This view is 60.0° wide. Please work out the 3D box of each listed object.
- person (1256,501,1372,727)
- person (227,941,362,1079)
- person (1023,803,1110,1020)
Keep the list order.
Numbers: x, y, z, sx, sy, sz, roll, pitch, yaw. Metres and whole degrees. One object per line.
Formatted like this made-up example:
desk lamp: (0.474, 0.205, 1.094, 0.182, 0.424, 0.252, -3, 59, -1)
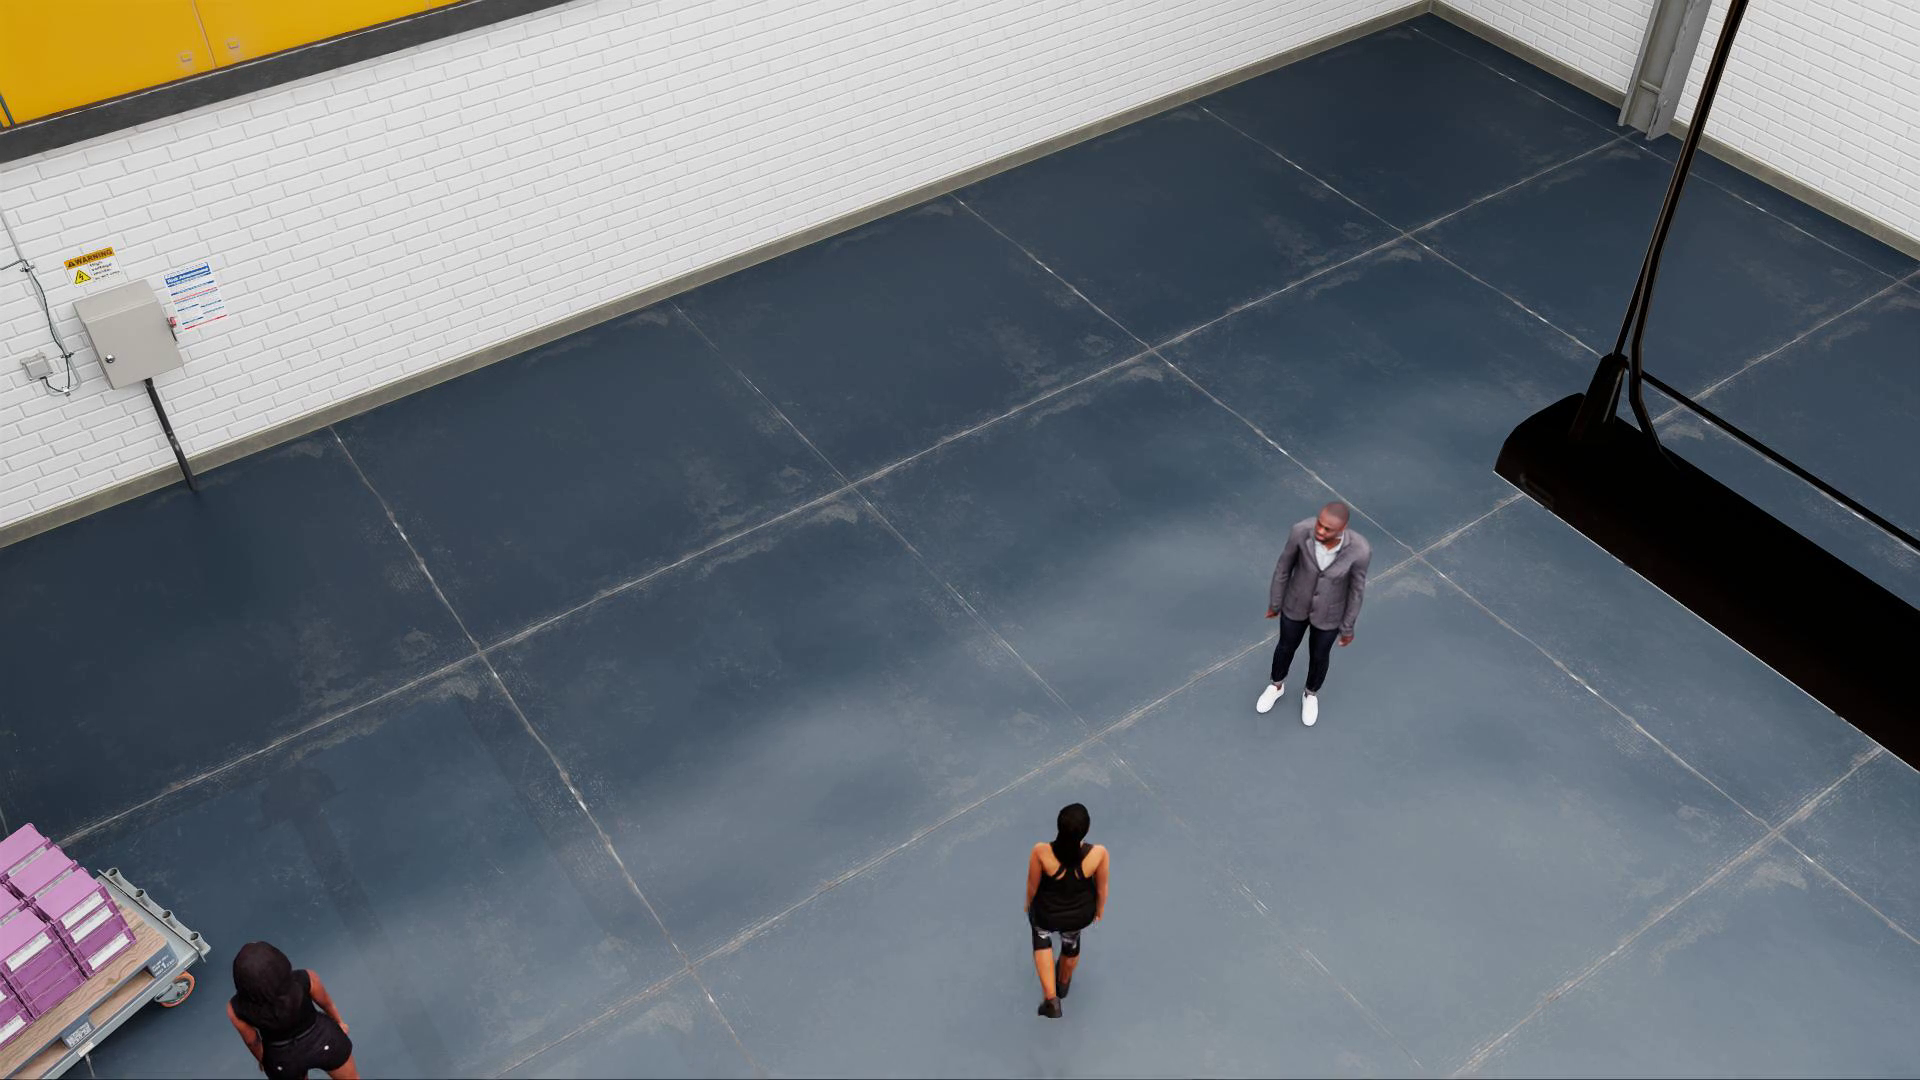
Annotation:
person: (2.218, 0.423, 10.419, 0.731, 1.813, 0.864, 18, 46, 18)
person: (-3.265, 2.529, 8.261, 0.613, 1.740, 0.527, -21, 48, -21)
person: (0.553, 2.011, 8.866, 0.795, 1.656, 0.879, -1, 44, -2)
